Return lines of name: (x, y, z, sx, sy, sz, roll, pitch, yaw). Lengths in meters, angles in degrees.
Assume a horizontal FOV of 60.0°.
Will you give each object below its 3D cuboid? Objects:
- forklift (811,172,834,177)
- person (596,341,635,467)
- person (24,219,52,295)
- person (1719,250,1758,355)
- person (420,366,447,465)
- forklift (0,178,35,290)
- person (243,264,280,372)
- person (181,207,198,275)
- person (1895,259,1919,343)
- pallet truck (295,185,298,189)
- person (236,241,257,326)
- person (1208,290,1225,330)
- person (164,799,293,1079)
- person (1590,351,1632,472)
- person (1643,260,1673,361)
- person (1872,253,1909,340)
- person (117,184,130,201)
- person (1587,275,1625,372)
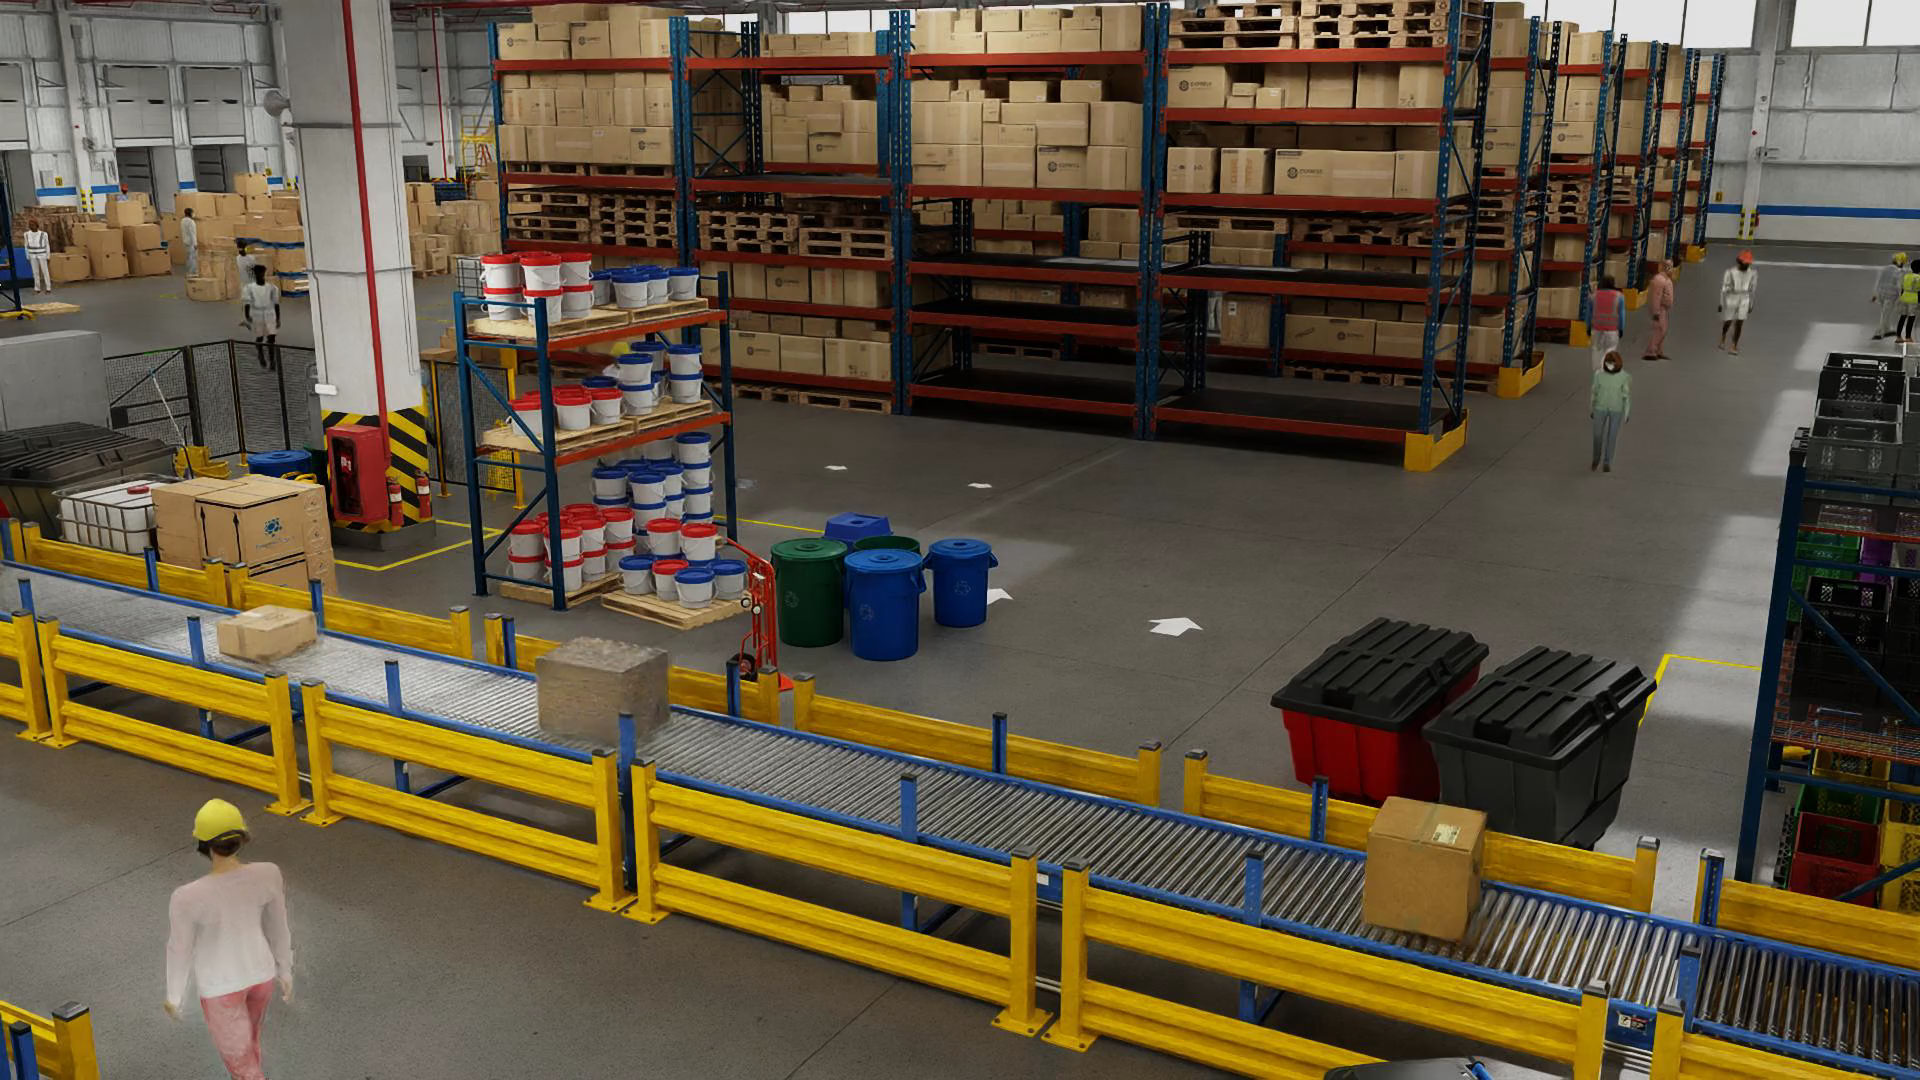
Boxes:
forklift: (-5.073, -12.923, 61.680, 1.129, 2.768, 1.873, 8, 17, 28)
person: (-4.368, -1.648, 21.326, 0.508, 1.815, 0.603, 6, 16, 22)
person: (-23.073, -7.075, 41.608, 0.574, 1.883, 0.355, -2, 15, -6)
person: (14.910, -4.567, 31.908, 0.632, 2.022, 0.596, 3, 15, 10)
person: (-7.139, -1.722, 21.860, 0.635, 1.680, 0.545, 8, 17, 28)
forklift: (-24.798, -7.829, 42.532, 1.873, 2.768, 1.129, 8, 17, 28)
person: (-12.633, -4.043, 30.134, 0.611, 1.938, 0.959, -7, 16, -24)
person: (-20.909, -8.064, 45.218, 0.634, 1.937, 0.355, 14, 20, 42)
person: (19.027, -4.763, 33.263, 0.316, 1.698, 0.541, -2, 15, -9)
pallet truck: (-26.804, -14.617, 69.738, 1.885, 1.965, 0.823, -14, 20, -42)
person: (-15.442, -5.600, 36.176, 0.513, 1.836, 0.909, 4, 15, 13)
person: (5.222, -4.964, 34.146, 0.507, 1.632, 0.265, -8, 17, -26)
person: (-3.306, 2.035, 7.658, 0.881, 1.727, 0.530, 10, 18, 34)
person: (8.521, -1.676, 21.814, 0.513, 1.615, 0.444, 6, 16, 22)
person: (13.152, -4.299, 31.199, 0.488, 1.886, 0.686, 9, 17, 29)
person: (18.950, -4.952, 33.835, 0.772, 1.774, 0.665, -3, 15, -12)
person: (-28.830, -11.337, 57.537, 0.381, 1.931, 0.548, 2, 15, 8)
person: (11.279, -3.719, 29.083, 0.651, 1.832, 0.447, 10, 18, 33)
